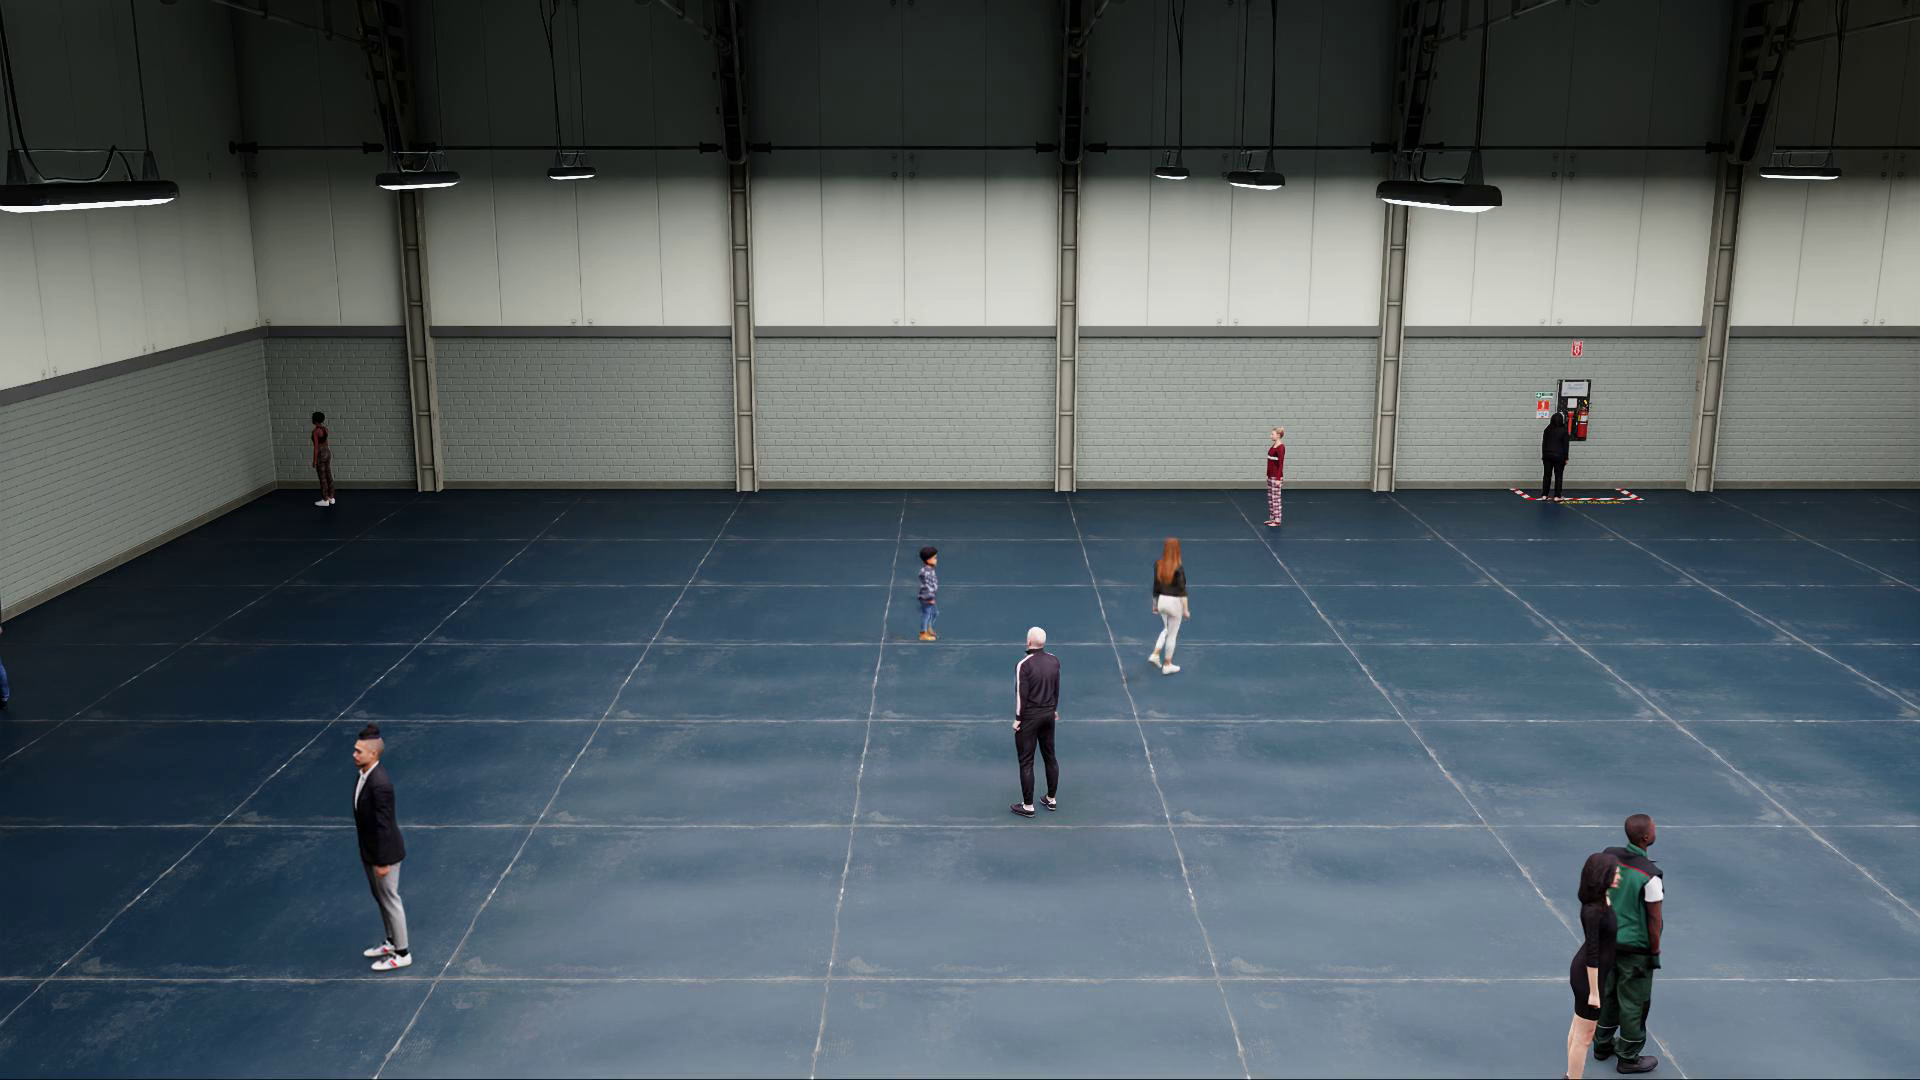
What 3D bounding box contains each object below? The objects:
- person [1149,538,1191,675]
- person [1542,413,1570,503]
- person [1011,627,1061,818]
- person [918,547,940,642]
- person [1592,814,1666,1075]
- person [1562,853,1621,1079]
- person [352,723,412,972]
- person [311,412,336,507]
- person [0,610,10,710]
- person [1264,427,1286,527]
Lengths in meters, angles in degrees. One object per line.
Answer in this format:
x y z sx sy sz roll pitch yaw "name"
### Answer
2.489 0.814 20.091 0.806 1.691 0.749 -10 16 -37 "person"
10.836 -1.513 30.304 0.746 1.617 0.820 10 16 37 "person"
0.734 1.719 15.858 0.730 1.836 0.829 -9 16 -35 "person"
-0.468 0.703 21.565 0.528 1.242 0.539 3 13 13 "person"
4.589 2.746 11.416 0.759 1.840 0.773 -6 14 -23 "person"
4.116 2.889 10.875 0.609 1.806 0.648 5 14 21 "person"
-4.471 2.356 12.853 0.809 1.951 0.780 -10 16 -37 "person"
-11.501 -1.478 29.969 0.583 1.700 0.625 3 13 12 "person"
-11.074 1.018 18.762 0.784 1.893 0.758 10 16 36 "person"
5.363 -1.090 28.295 0.563 1.698 0.658 -2 13 -10 "person"
